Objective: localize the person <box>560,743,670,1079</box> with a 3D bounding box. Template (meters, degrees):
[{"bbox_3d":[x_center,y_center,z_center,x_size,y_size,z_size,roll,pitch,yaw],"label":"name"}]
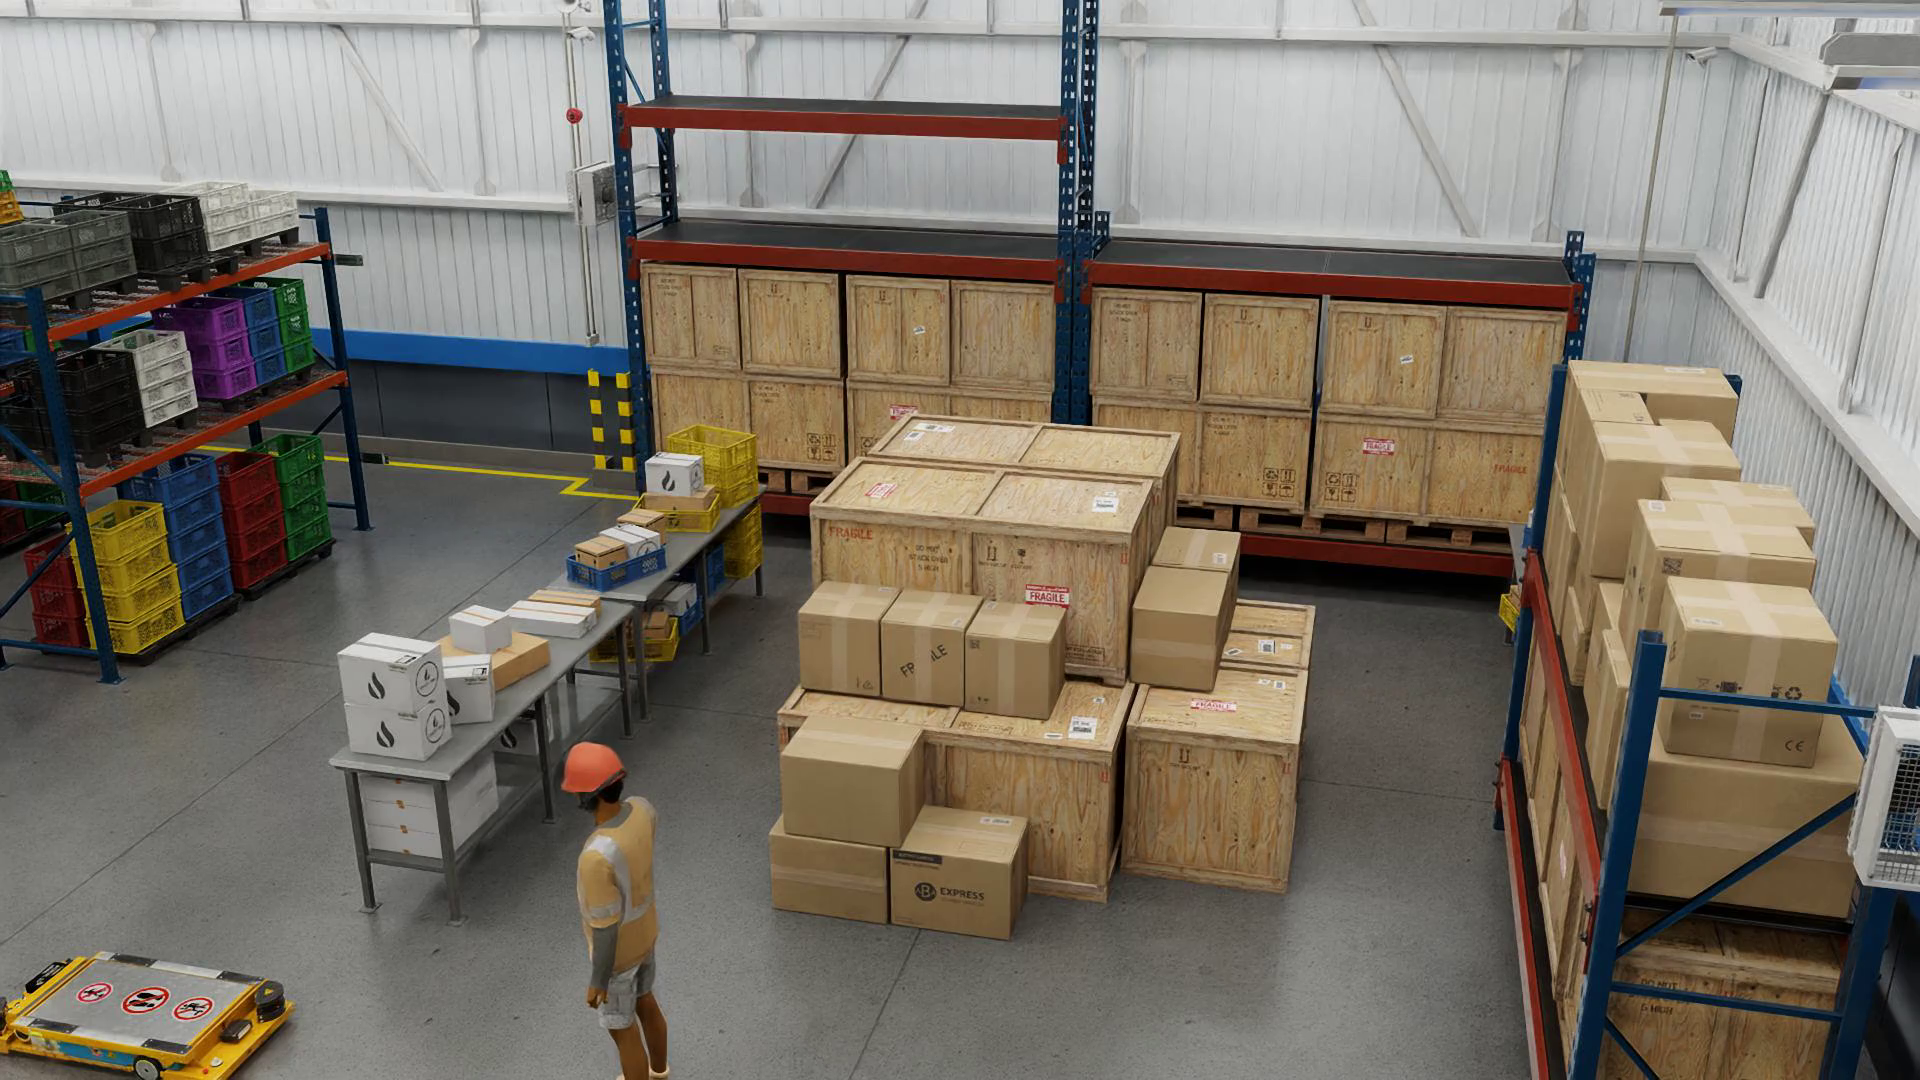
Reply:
[{"bbox_3d":[-1.604,1.863,7.706,0.397,2.030,0.613,4,21,11],"label":"person"}]

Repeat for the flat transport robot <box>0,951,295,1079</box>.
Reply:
[{"bbox_3d":[-4.270,2.464,8.601,1.431,0.231,0.659,5,22,13],"label":"flat transport robot"}]
